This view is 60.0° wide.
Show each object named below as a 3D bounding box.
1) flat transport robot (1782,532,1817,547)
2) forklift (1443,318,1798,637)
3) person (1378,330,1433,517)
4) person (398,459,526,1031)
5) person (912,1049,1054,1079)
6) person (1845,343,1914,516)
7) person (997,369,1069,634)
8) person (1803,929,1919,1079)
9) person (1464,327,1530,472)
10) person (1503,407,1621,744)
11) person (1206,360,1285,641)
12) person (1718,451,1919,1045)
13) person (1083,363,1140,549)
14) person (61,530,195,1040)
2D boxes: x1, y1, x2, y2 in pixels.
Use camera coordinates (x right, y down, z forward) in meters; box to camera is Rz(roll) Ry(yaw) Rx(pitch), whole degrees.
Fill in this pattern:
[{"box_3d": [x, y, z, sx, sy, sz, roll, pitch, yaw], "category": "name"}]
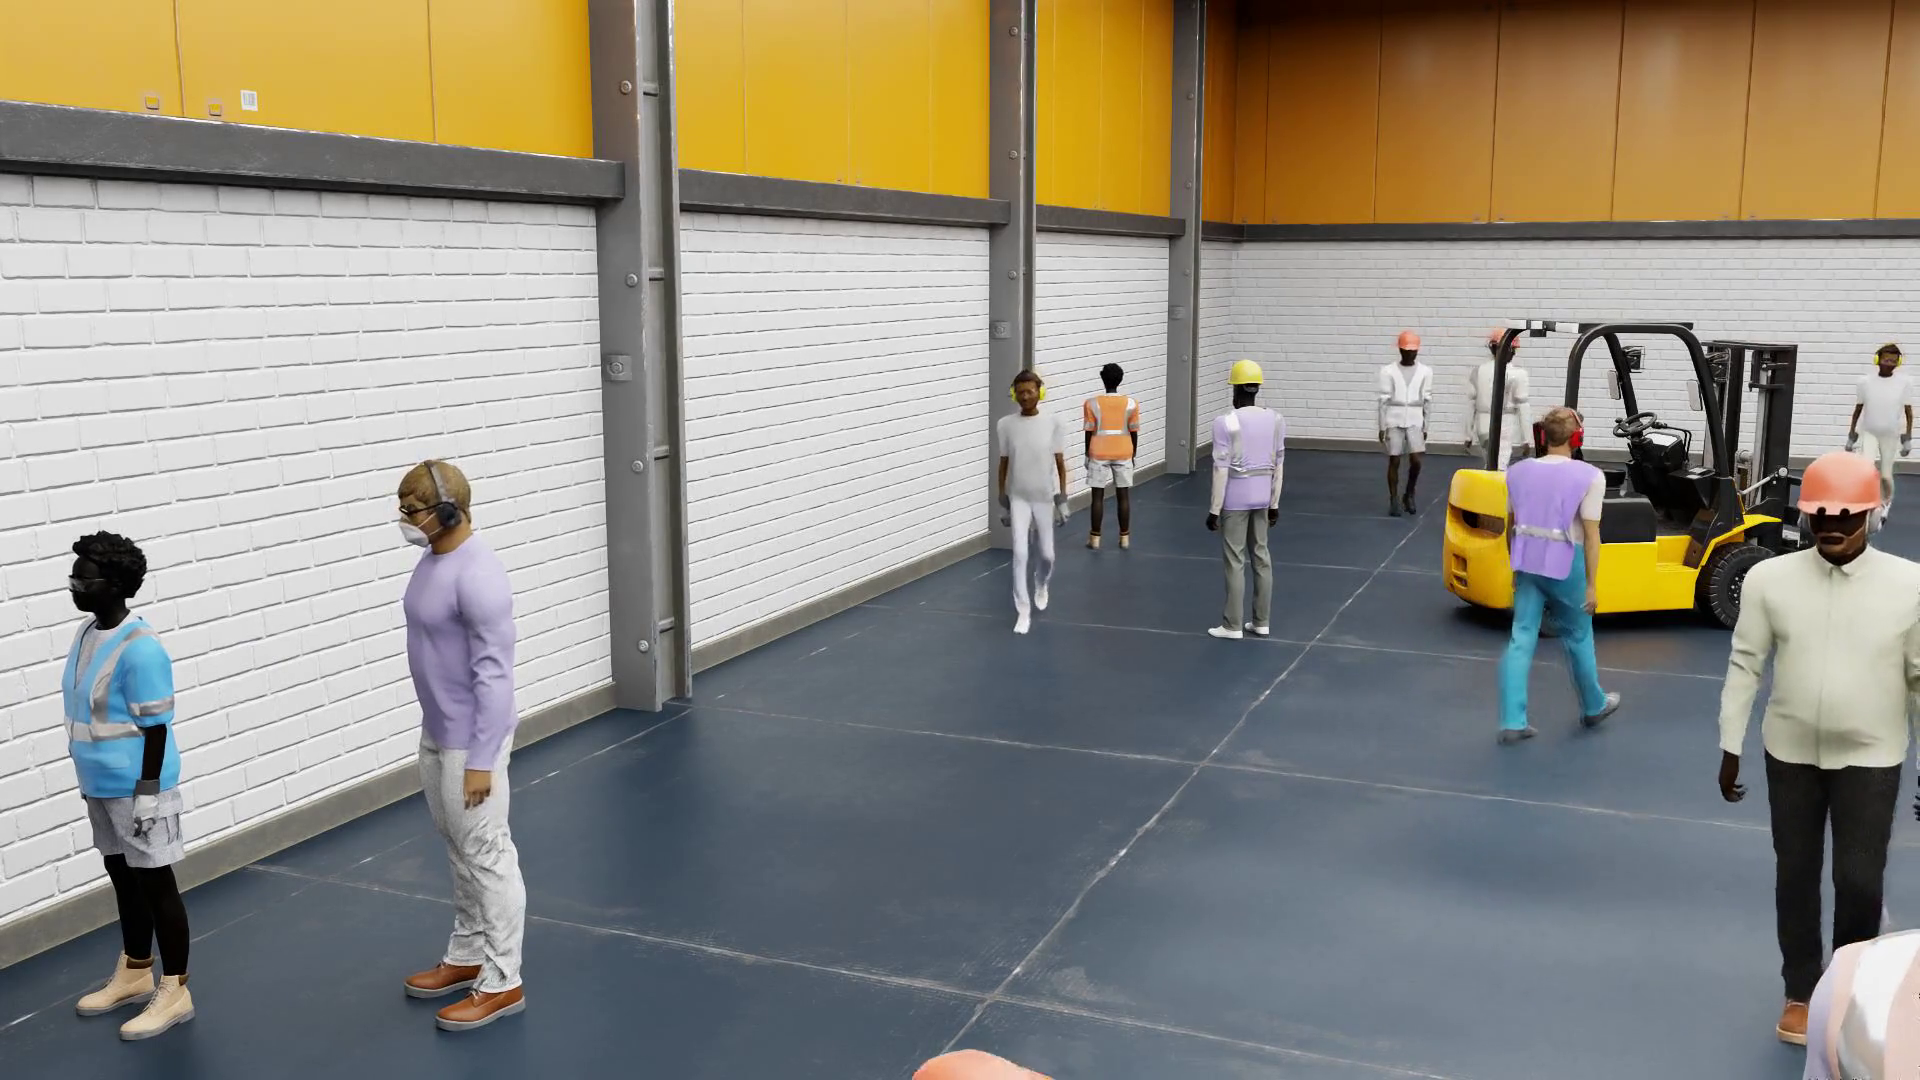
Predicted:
[{"box_3d": [7.046, 0.048, 14.498, 0.652, 0.197, 1.431, -3, 10, -15], "category": "flat transport robot"}, {"box_3d": [4.706, -0.497, 11.990, 2.313, 2.155, 1.214, -2, 10, -10], "category": "forklift"}, {"box_3d": [4.540, -1.182, 16.985, 0.547, 1.921, 0.418, 1, 9, 7], "category": "person"}, {"box_3d": [-1.693, 0.681, 5.645, 0.371, 1.934, 0.627, -6, 11, -33], "category": "person"}, {"box_3d": [0.102, 1.392, 1.507, 0.572, 1.873, 1.047, -8, 13, -42], "category": "person"}, {"box_3d": [9.050, -1.029, 16.361, 0.579, 1.830, 0.846, 5, 11, 29], "category": "person"}, {"box_3d": [0.522, -0.303, 11.847, 0.520, 1.854, 0.743, 1, 9, 4], "category": "person"}, {"box_3d": [1.495, 1.258, 2.423, 0.632, 1.842, 0.429, 9, 13, 43], "category": "person"}, {"box_3d": [5.052, -1.018, 15.776, 0.999, 1.997, 0.631, -7, 12, -36], "category": "person"}, {"box_3d": [3.280, 0.180, 9.071, 0.940, 1.794, 0.591, -9, 13, -43], "category": "person"}, {"box_3d": [1.945, -0.271, 11.425, 0.595, 1.925, 0.371, -5, 11, -28], "category": "person"}, {"box_3d": [2.818, 0.693, 5.419, 0.657, 1.977, 0.435, 7, 12, 37], "category": "person"}, {"box_3d": [1.374, -0.756, 15.089, 0.525, 1.689, 0.320, -1, 9, -6], "category": "person"}, {"box_3d": [-2.804, 0.808, 5.576, 0.535, 1.700, 0.318, 8, 12, 39], "category": "person"}]
